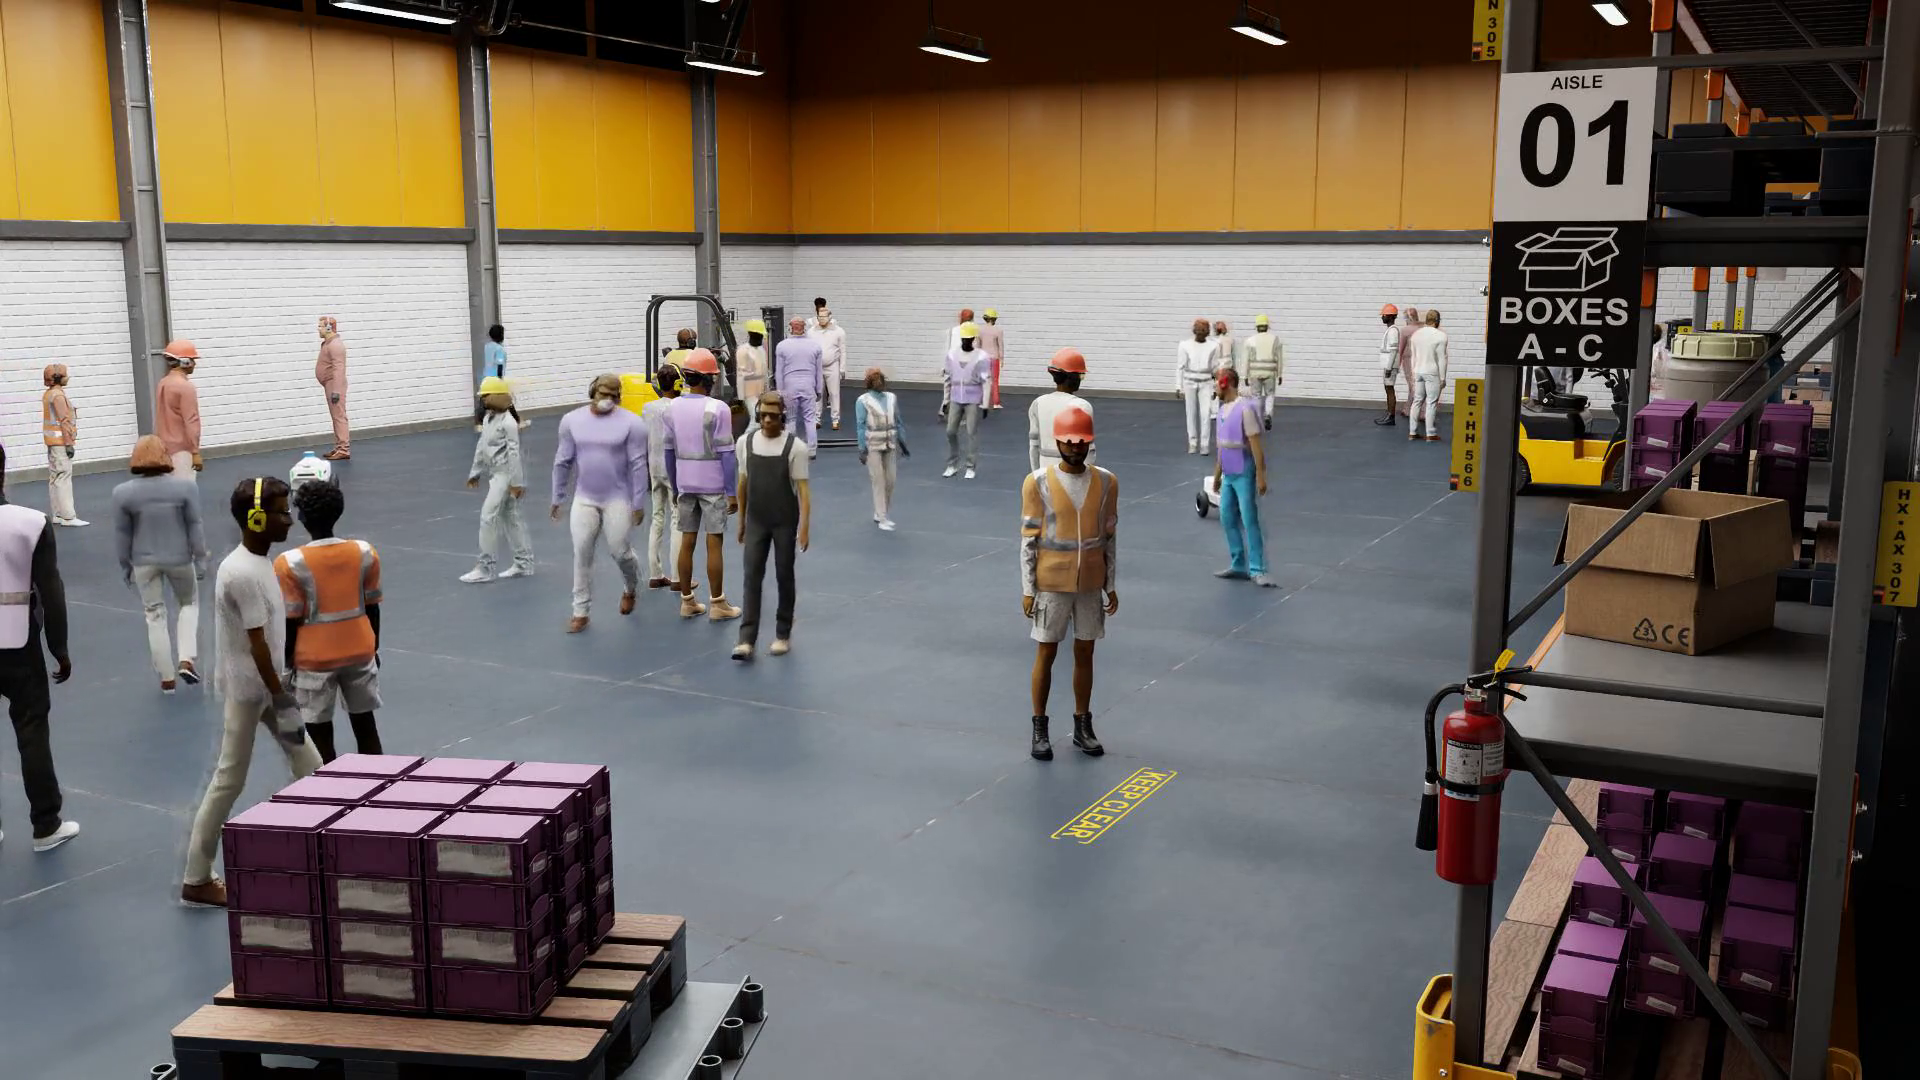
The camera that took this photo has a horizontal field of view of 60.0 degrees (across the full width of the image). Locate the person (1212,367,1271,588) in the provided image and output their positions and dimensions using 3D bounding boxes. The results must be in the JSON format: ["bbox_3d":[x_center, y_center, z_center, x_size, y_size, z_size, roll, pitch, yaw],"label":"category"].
[{"bbox_3d":[2.353,-0.522,13.795,0.403,1.806,0.746,-3,10,-19],"label":"person"}]

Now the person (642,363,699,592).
[{"bbox_3d":[-2.360,-0.502,13.537,0.499,1.858,0.327,5,11,26],"label":"person"}]

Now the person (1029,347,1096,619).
[{"bbox_3d":[0.798,-0.429,12.554,0.608,2.044,0.377,9,14,44],"label":"person"}]

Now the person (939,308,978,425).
[{"bbox_3d":[-0.003,-2.753,26.531,0.593,1.863,0.520,8,13,40],"label":"person"}]

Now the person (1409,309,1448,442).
[{"bbox_3d":[6.841,-2.395,24.284,0.371,1.930,0.624,-7,12,-35],"label":"person"}]

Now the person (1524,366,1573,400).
[{"bbox_3d":[7.480,-1.816,21.200,0.601,1.827,0.404,6,12,33],"label":"person"}]

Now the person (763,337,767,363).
[{"bbox_3d":[-2.889,-2.581,25.816,0.315,1.768,0.526,-6,11,-31],"label":"person"}]

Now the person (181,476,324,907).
[{"bbox_3d":[-2.851,0.647,6.973,0.982,1.815,0.552,-2,10,-10],"label":"person"}]

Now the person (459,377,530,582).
[{"bbox_3d":[-3.960,-0.500,13.921,0.753,1.716,0.492,-6,12,-33],"label":"person"}]

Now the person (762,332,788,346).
[{"bbox_3d":[-2.903,-2.712,26.351,0.430,1.845,0.619,-8,13,-40],"label":"person"}]

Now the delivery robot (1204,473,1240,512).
[{"bbox_3d":[2.762,-0.514,17.077,0.477,0.478,0.707,-2,10,-9],"label":"delivery robot"}]

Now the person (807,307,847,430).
[{"bbox_3d":[-2.093,-2.653,25.825,0.652,1.906,0.402,2,10,9],"label":"person"}]

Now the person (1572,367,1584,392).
[{"bbox_3d":[8.467,-2.293,23.350,0.538,2.000,0.681,0,10,0],"label":"person"}]

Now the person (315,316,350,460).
[{"bbox_3d":[-8.361,-2.019,22.148,0.401,1.910,0.640,-4,11,-24],"label":"person"}]

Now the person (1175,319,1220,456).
[{"bbox_3d":[3.220,-2.055,22.512,0.593,1.845,0.898,1,10,7],"label":"person"}]

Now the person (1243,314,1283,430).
[{"bbox_3d":[4.644,-2.560,25.529,0.616,1.815,0.420,1,10,4],"label":"person"}]

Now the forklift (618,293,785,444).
[{"bbox_3d":[-3.588,-2.317,23.042,2.313,2.155,1.214,-1,10,-5],"label":"forklift"}]

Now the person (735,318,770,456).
[{"bbox_3d":[-2.653,-1.908,21.519,0.422,1.906,0.588,4,10,20],"label":"person"}]

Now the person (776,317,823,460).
[{"bbox_3d":[-2.139,-2.010,22.129,0.639,1.900,0.401,-3,10,-17],"label":"person"}]

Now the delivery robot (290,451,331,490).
[{"bbox_3d":[-7.164,-0.734,18.349,0.477,0.478,0.707,-2,10,-13],"label":"delivery robot"}]

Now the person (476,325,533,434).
[{"bbox_3d":[-7.024,-2.458,25.414,0.553,1.642,0.895,9,13,43],"label":"person"}]

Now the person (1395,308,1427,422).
[{"bbox_3d":[7.415,-2.860,27.225,0.656,1.851,0.985,-5,11,-27],"label":"person"}]

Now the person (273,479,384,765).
[{"bbox_3d":[-2.958,0.559,7.832,0.317,1.696,0.540,8,13,39],"label":"person"}]

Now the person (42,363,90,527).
[{"bbox_3d":[-9.045,-0.952,16.740,0.311,1.642,0.513,-9,13,-42],"label":"person"}]

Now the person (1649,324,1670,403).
[{"bbox_3d":[9.318,-1.974,22.211,0.433,1.807,0.745,0,10,-2],"label":"person"}]

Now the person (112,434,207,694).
[{"bbox_3d":[-4.980,0.148,10.388,0.511,1.620,0.362,-4,11,-21],"label":"person"}]

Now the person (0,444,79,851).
[{"bbox_3d":[-4.389,0.493,7.579,0.597,1.914,0.372,-2,10,-13],"label":"person"}]

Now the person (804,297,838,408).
[{"bbox_3d":[-2.458,-3.313,29.467,0.614,1.964,0.361,0,10,1],"label":"person"}]

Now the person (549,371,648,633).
[{"bbox_3d":[-2.633,-0.297,12.204,0.746,1.905,0.642,1,10,5],"label":"person"}]

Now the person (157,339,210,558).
[{"bbox_3d":[-7.027,-0.824,15.059,0.453,1.979,0.623,-9,14,-44],"label":"person"}]

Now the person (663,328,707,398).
[{"bbox_3d":[-3.288,-1.641,20.149,0.620,1.845,0.430,7,12,35],"label":"person"}]

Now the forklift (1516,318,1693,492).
[{"bbox_3d":[7.066,-1.601,18.899,2.313,2.155,1.214,5,11,27],"label":"forklift"}]

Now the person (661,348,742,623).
[{"bbox_3d":[-1.916,-0.404,12.405,0.608,2.044,0.370,5,11,25],"label":"person"}]

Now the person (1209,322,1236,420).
[{"bbox_3d":[4.367,-2.809,27.591,0.763,1.615,0.343,-8,13,-38],"label":"person"}]

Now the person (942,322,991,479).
[{"bbox_3d":[0.072,-1.703,20.290,0.641,1.918,0.408,4,11,21],"label":"person"}]

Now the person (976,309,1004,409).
[{"bbox_3d":[0.520,-3.176,29.270,0.527,1.763,0.332,3,10,18],"label":"person"}]

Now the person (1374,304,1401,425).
[{"bbox_3d":[6.837,-2.798,26.570,0.358,1.937,0.548,2,10,10],"label":"person"}]

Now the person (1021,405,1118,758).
[{"bbox_3d":[0.607,0.232,9.033,0.550,1.935,0.375,-2,10,-14],"label":"person"}]

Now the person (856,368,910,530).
[{"bbox_3d":[-0.784,-0.904,16.606,0.448,1.618,0.599,9,13,43],"label":"person"}]

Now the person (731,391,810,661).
[{"bbox_3d":[-1.285,-0.079,11.154,0.542,1.820,0.762,2,10,9],"label":"person"}]
